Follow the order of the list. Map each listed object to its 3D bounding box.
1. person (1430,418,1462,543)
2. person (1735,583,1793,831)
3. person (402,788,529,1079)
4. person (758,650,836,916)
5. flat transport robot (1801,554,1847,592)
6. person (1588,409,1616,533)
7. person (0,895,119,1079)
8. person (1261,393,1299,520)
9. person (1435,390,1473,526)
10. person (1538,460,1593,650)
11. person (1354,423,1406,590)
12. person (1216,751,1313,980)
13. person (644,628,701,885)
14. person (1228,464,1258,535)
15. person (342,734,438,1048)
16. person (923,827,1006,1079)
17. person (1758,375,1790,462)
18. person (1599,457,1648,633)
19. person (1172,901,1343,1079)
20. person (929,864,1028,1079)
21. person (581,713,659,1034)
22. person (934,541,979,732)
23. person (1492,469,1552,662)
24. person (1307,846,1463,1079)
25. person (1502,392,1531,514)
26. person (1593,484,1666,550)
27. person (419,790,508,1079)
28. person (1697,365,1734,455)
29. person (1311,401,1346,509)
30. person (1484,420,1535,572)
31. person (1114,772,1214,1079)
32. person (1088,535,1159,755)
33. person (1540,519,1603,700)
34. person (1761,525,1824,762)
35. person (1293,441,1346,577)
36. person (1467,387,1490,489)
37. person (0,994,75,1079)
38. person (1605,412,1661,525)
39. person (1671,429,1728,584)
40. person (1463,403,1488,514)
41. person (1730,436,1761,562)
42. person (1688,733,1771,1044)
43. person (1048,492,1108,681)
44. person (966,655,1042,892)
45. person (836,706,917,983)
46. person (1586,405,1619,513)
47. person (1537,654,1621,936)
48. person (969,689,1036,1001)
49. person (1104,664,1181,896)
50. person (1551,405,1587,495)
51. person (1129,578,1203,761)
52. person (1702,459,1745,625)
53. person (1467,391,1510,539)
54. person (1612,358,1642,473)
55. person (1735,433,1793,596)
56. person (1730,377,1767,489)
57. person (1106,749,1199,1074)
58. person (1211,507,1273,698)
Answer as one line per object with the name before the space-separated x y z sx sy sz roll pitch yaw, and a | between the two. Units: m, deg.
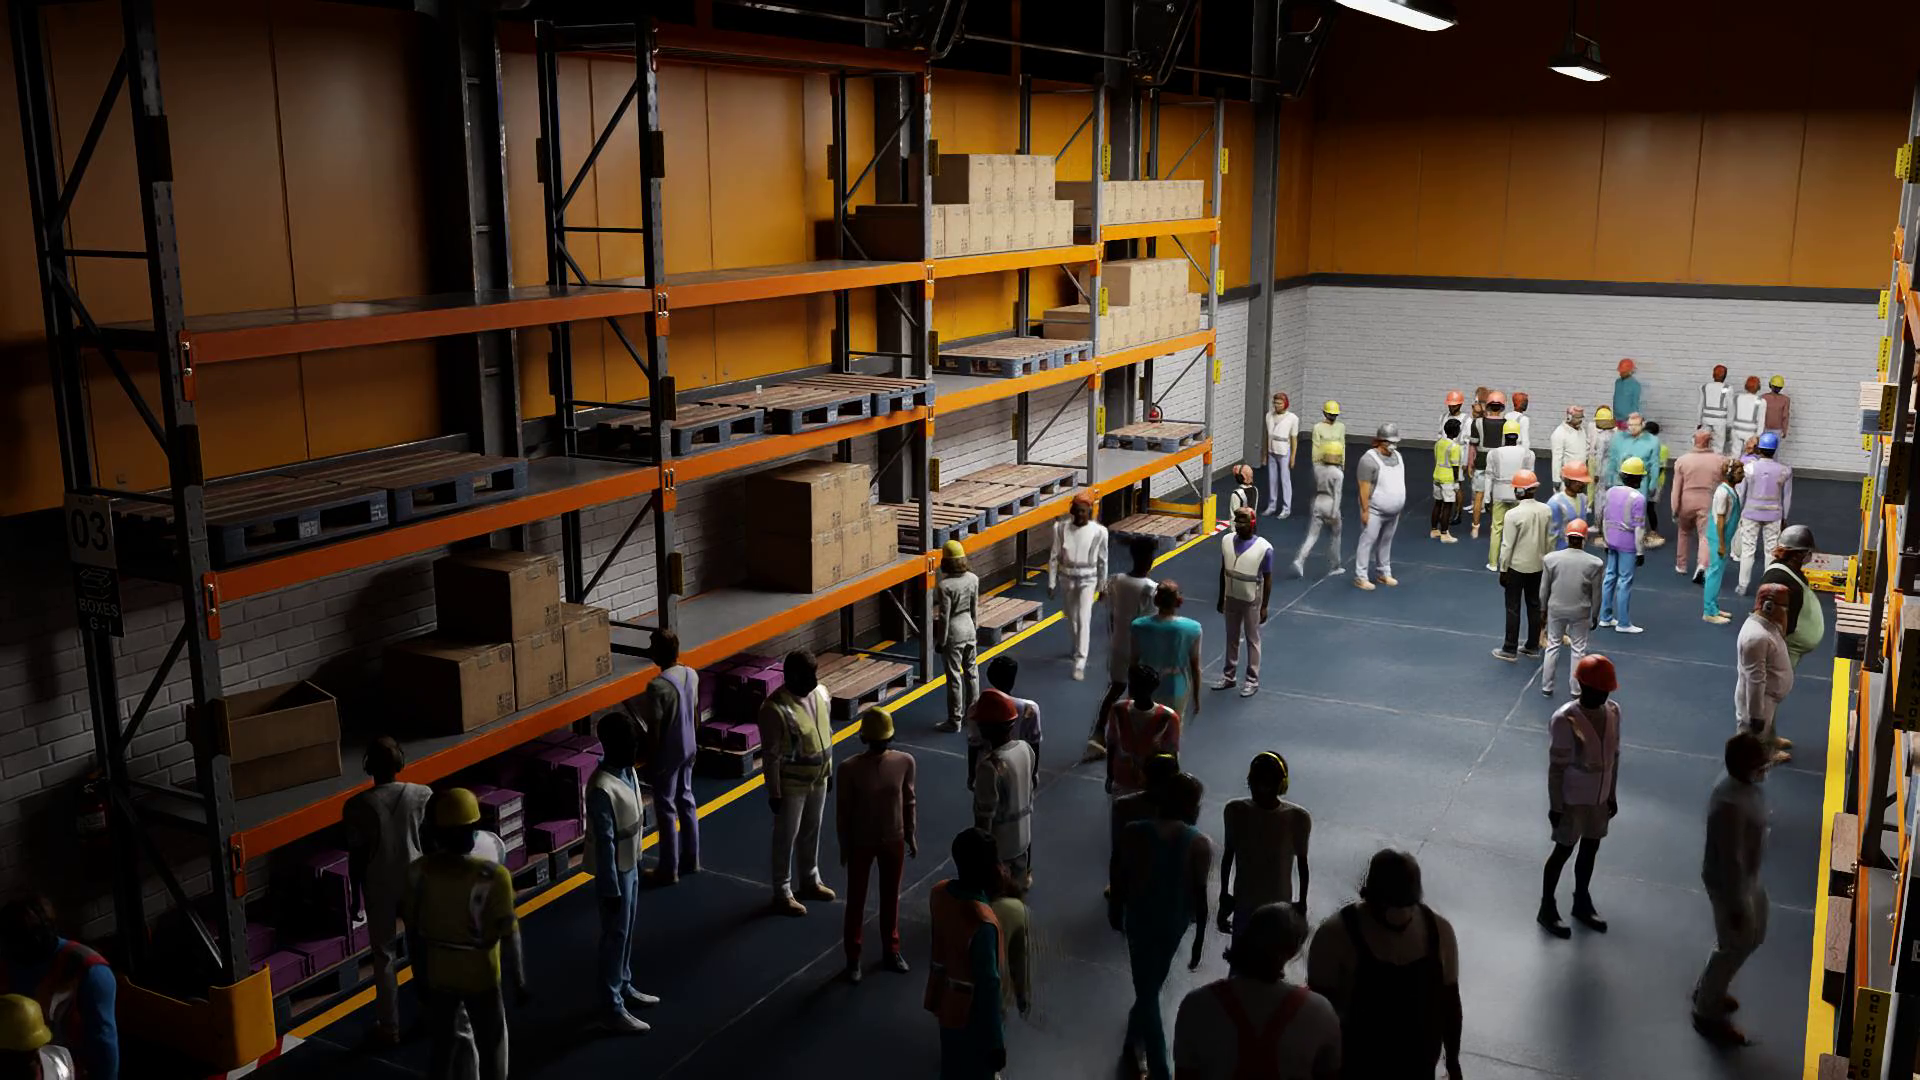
person | 6.594 -0.806 22.522 0.320 1.688 0.543 -3 13 -13
person | 6.152 1.259 12.776 0.411 1.908 0.643 7 14 27
person | -2.528 2.203 8.535 0.616 1.915 0.410 3 13 12
person | -1.078 1.630 11.290 0.431 1.836 0.628 9 15 35
flat transport robot | 10.562 0.372 20.441 0.652 0.197 1.431 7 14 28
person | 8.914 -0.963 23.116 0.321 1.737 0.484 11 17 40
person | -4.107 2.466 7.553 0.632 1.836 0.432 3 13 12
person | 4.648 -1.225 24.060 0.384 1.836 0.565 -9 16 -36
person | 6.985 -1.171 23.613 0.386 1.929 0.543 -10 16 -37
person | 6.358 0.163 17.412 0.608 2.033 0.427 -8 15 -33
person | 5.085 -0.417 19.977 0.690 2.000 0.537 -8 15 -31
person | 1.694 2.061 9.284 0.521 1.864 0.336 4 13 17
person | -2.040 1.520 11.776 0.348 1.836 0.517 7 14 27
person | 3.290 -0.071 19.359 0.315 1.629 0.509 10 16 37
person | -3.250 2.007 9.566 0.507 1.845 0.339 -7 14 -29
person | 0.038 2.306 8.056 0.391 1.920 0.587 -6 14 -25
person | 13.027 -1.780 26.718 0.525 1.761 0.343 2 13 11
person | 7.252 0.049 18.141 0.379 1.928 0.585 -4 13 -17
person | 1.264 2.443 7.170 0.713 2.000 0.741 2 13 7
person | 0.138 2.354 8.557 0.498 1.601 0.809 -11 16 -40
person | -2.011 1.928 9.751 0.381 1.918 0.596 0 13 1
person | -0.042 0.858 14.955 0.311 1.736 0.483 12 17 43
person | 5.768 0.259 17.079 0.618 1.987 0.406 -6 14 -24
person | 1.964 2.340 7.630 0.701 2.000 0.535 -2 13 -11
person | 7.917 -1.171 23.710 0.351 1.881 0.575 -4 13 -16
person | 8.889 -0.682 22.029 0.892 1.640 0.539 1 13 3
person | -2.629 2.195 8.734 0.430 1.844 0.624 5 13 20
person | 12.230 -1.895 26.944 0.356 1.886 0.573 -11 16 -39
person | 5.258 -1.115 23.737 0.525 1.762 0.340 -4 13 -16
person | 6.851 -0.539 20.804 0.585 1.918 0.395 3 13 15
person | 1.114 2.125 9.190 0.499 1.780 0.869 -1 13 -5
person | 1.470 0.903 14.329 0.957 1.930 0.619 -12 18 -44
person | 5.810 0.657 15.836 0.566 1.744 0.350 7 14 28
person | 7.096 0.860 14.259 0.536 2.000 0.688 7 14 28
person | 4.474 -0.376 20.527 0.776 1.711 0.486 -11 16 -40
person | 8.171 -1.602 26.225 0.560 1.611 0.536 -2 13 -10
person | -3.740 2.665 6.672 0.403 1.824 0.593 6 14 24
person | 8.877 -0.774 21.961 0.649 1.877 0.602 7 15 30
person | 9.052 -0.429 20.396 0.625 1.871 0.884 5 13 21
person | 7.608 -1.201 24.419 0.314 1.629 0.509 -1 13 -6
person | 10.122 -0.524 21.385 0.314 1.632 0.518 2 13 8
person | 4.444 1.982 9.575 0.414 1.900 0.731 8 15 33
person | 1.203 0.412 16.708 0.576 1.854 0.867 4 13 16
person | 0.302 1.632 11.572 0.539 1.698 0.319 -1 13 -5
person | -0.508 1.874 10.340 0.526 1.768 0.331 -5 14 -22
person | 9.308 -1.159 24.212 0.282 1.636 0.500 -12 17 -42
person | 4.094 1.667 10.915 0.540 1.927 0.390 -6 14 -23
person | 0.229 1.842 10.119 0.388 1.930 0.544 8 15 31
person | 1.244 1.661 11.457 0.531 1.692 0.320 5 14 23
person | 8.205 -0.879 22.380 0.646 1.897 0.399 -10 16 -38
person | 1.624 1.210 13.162 0.571 1.829 0.439 3 13 11
person | 8.503 0.007 18.517 0.346 1.847 0.506 8 15 30
person | 7.232 -1.010 22.663 0.611 2.032 0.411 4 13 16
person | 10.827 -1.994 27.188 0.434 1.971 0.634 -4 13 -16
person | 9.454 -0.290 19.616 0.604 1.949 0.398 5 13 20
person | 12.281 -1.636 25.905 0.572 1.825 1.028 12 17 42
person | 1.116 2.029 9.568 0.547 1.813 0.969 2 13 9
person | 2.730 0.578 15.957 0.392 1.847 0.563 -12 17 -43
